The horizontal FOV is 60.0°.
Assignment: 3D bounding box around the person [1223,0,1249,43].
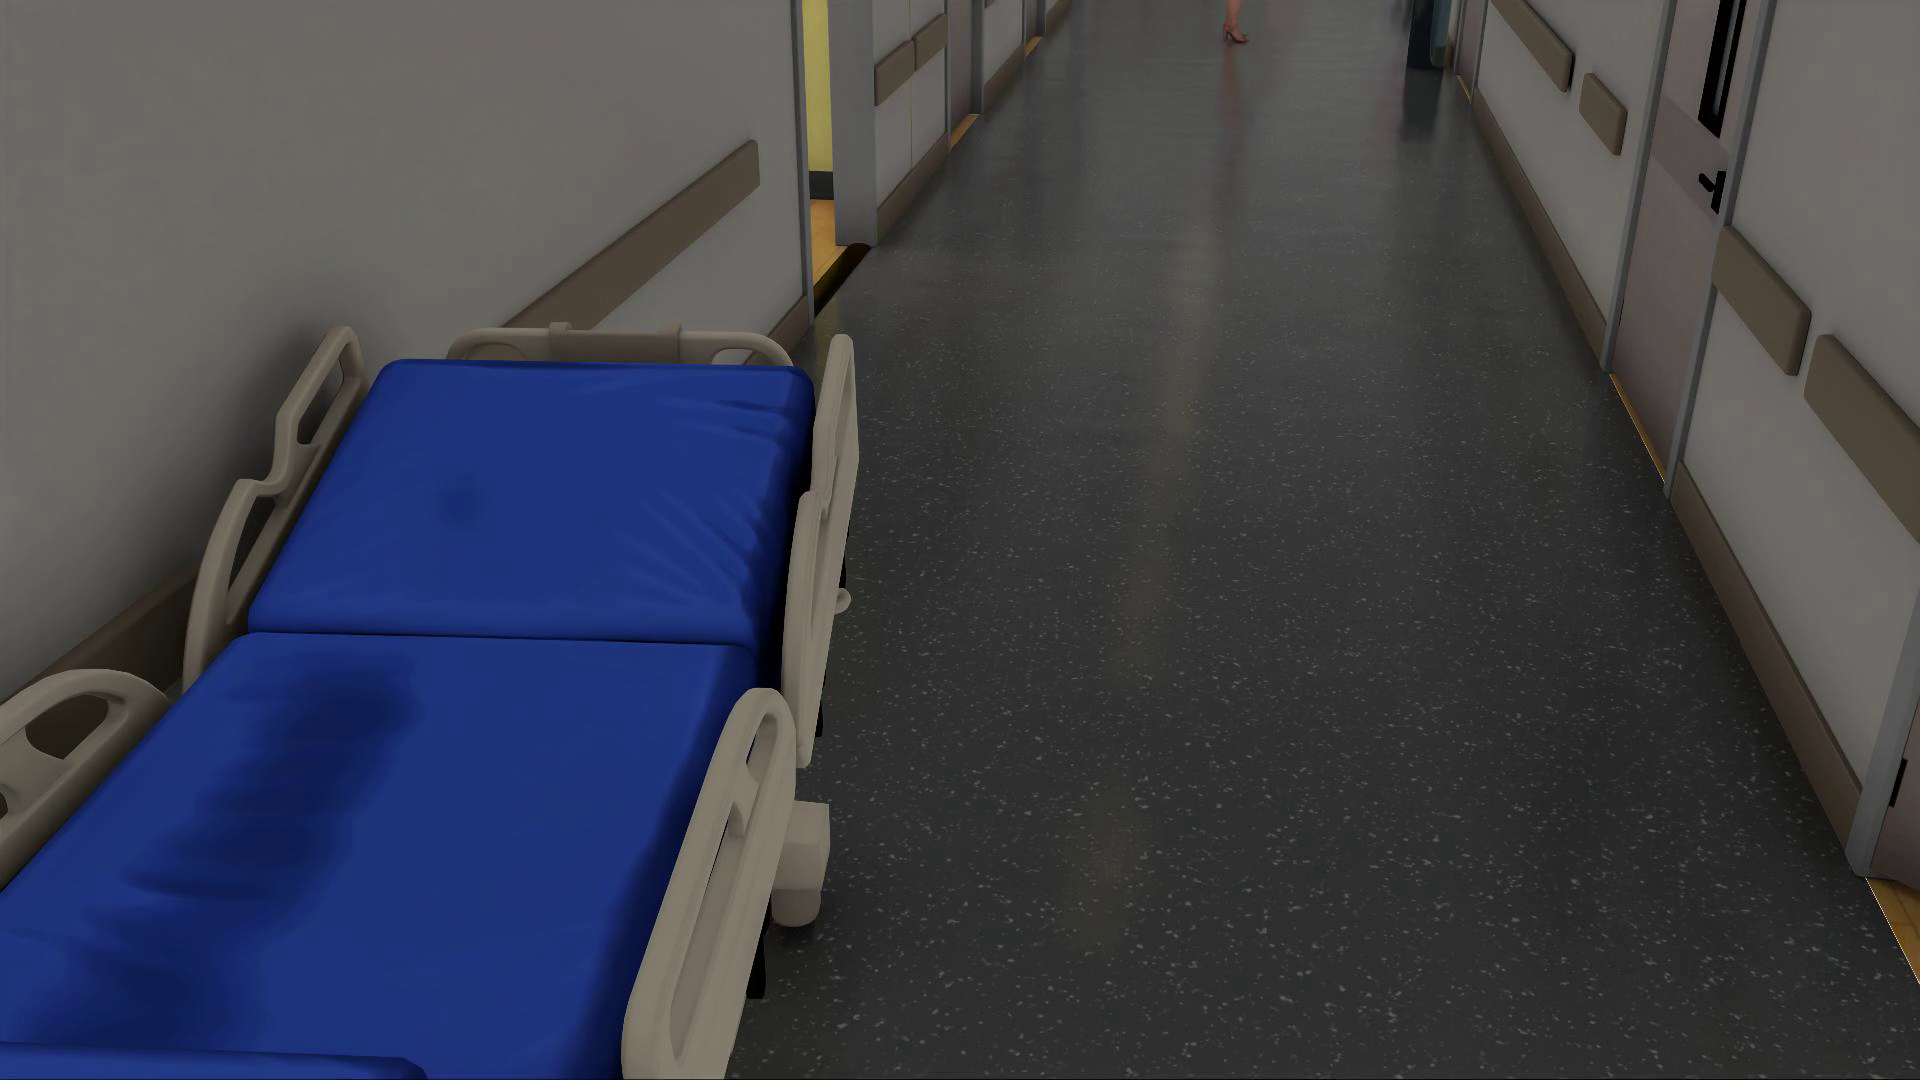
[{"bbox_3d":[2.474,-5.237,14.383,0.667,1.770,0.690,1,26,2],"label":"person"}]
